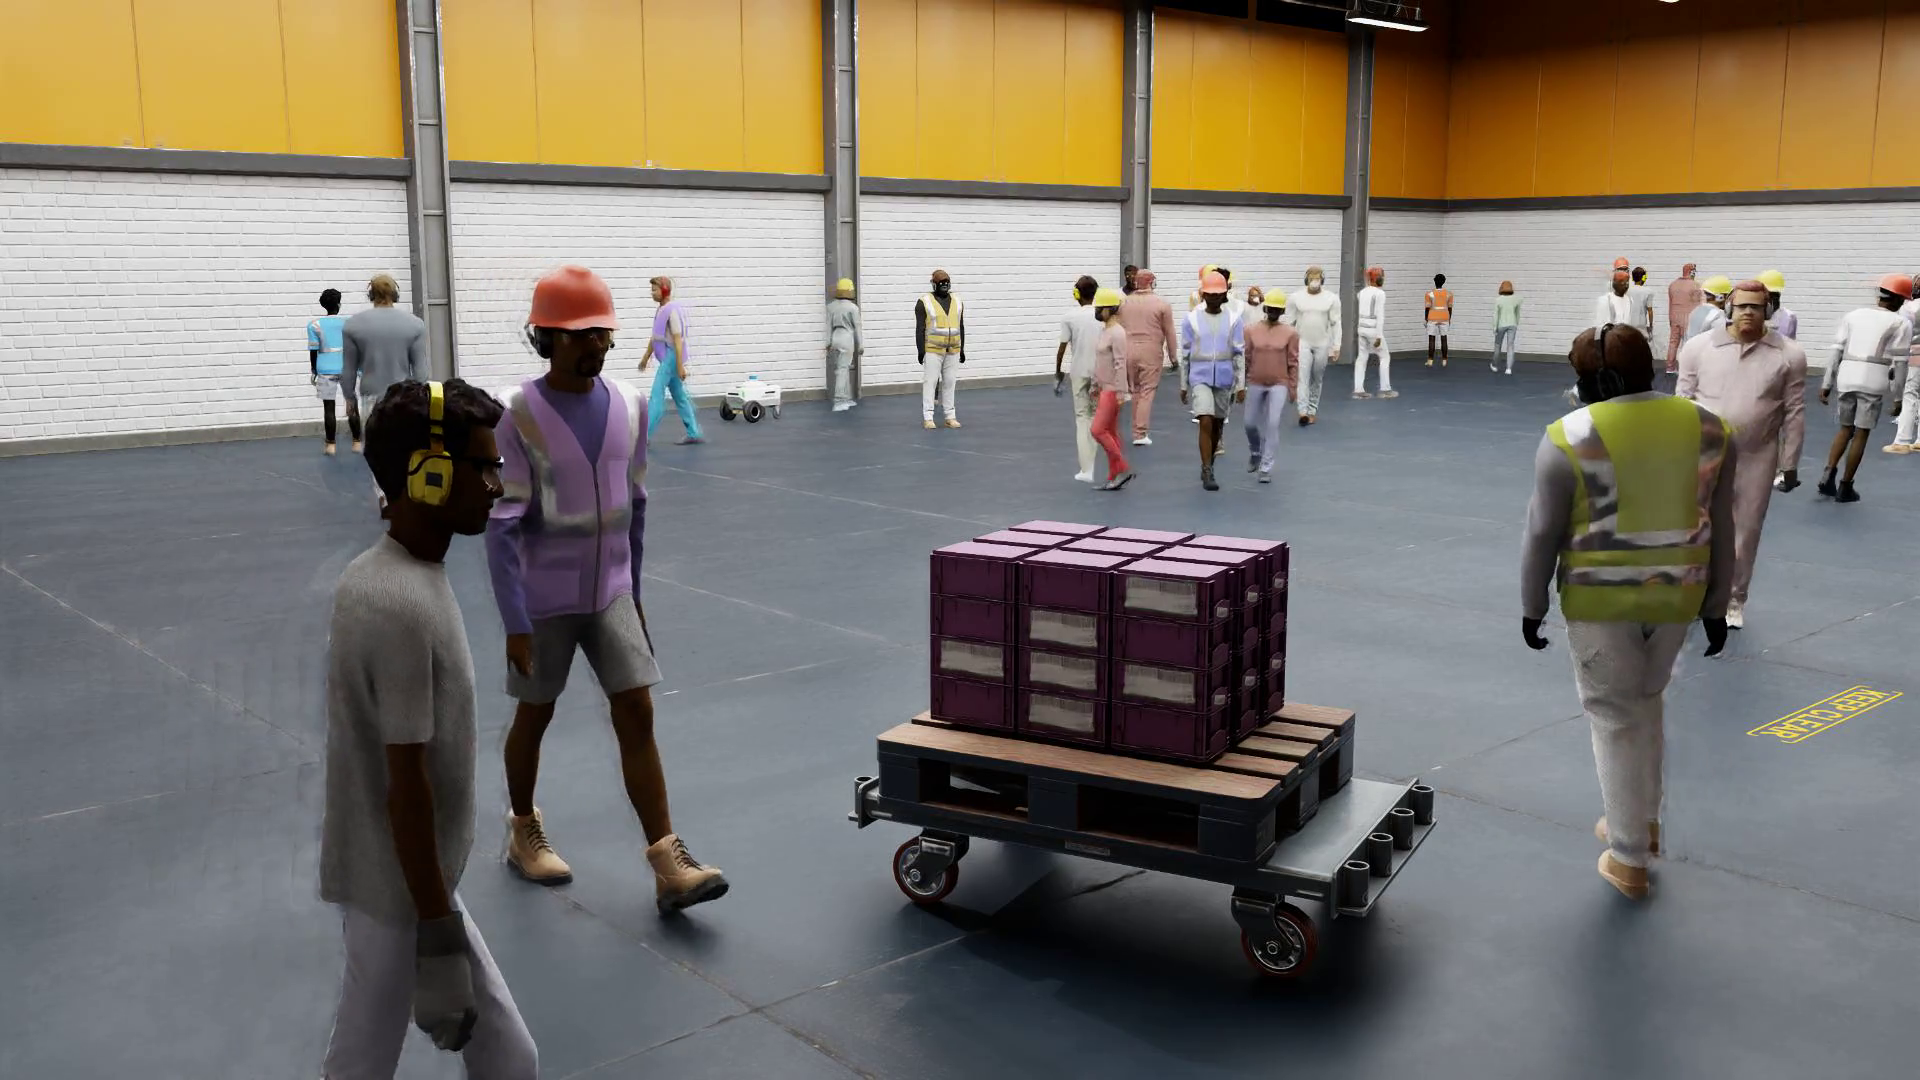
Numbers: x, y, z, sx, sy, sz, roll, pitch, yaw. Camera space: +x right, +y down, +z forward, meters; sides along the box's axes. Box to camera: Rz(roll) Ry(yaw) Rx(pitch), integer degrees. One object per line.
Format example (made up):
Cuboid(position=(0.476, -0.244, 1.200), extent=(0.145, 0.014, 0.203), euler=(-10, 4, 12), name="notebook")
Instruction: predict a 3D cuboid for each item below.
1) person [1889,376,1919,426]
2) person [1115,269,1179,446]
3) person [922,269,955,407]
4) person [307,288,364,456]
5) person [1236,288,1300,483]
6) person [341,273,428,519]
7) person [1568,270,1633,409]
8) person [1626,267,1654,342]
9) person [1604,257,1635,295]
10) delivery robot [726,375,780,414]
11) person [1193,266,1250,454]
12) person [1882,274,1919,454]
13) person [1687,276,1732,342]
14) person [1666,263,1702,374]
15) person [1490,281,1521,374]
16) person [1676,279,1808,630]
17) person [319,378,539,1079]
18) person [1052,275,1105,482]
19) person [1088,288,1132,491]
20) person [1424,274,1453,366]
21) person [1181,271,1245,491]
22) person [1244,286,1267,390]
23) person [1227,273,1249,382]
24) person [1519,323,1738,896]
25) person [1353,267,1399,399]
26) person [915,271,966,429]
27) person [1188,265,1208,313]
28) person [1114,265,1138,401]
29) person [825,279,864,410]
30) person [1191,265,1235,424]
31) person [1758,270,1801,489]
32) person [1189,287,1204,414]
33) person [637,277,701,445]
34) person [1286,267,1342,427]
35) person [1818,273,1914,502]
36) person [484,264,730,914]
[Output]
Cuboid(position=(11.377, -2.169, 19.849), extent=(0.528, 1.624, 0.420), euler=(-4, 11, -24), name="person")
Cuboid(position=(2.049, -1.967, 17.950), extent=(0.642, 1.878, 0.799), euler=(6, 12, 33), name="person")
Cuboid(position=(-0.261, -2.703, 22.344), extent=(0.511, 1.842, 0.327), euler=(5, 11, 29), name="person")
Cuboid(position=(-6.337, -1.703, 16.914), extent=(0.532, 1.697, 0.322), euler=(-5, 11, -25), name="person")
Cuboid(position=(2.769, -1.394, 14.946), extent=(0.549, 1.741, 0.521), euler=(3, 10, 15), name="person")
Cuboid(position=(-4.465, -1.126, 12.955), extent=(0.639, 1.901, 0.976), euler=(-3, 10, -19), name="person")
Cuboid(position=(8.348, -2.547, 21.443), extent=(0.623, 1.851, 0.863), euler=(-5, 11, -25), name="person")
Cuboid(position=(10.089, -3.142, 24.849), extent=(0.532, 1.864, 0.310), euler=(7, 12, 35), name="person")
Cuboid(position=(10.810, -3.627, 27.301), extent=(0.611, 1.996, 0.378), euler=(-1, 10, -5), name="person")
Cuboid(position=(-2.544, -1.790, 20.489), extent=(0.477, 0.478, 0.707), euler=(7, 12, 37), name="delivery robot")
Cuboid(position=(2.704, -1.886, 17.332), extent=(0.600, 1.926, 0.930), euler=(-1, 10, -4), name="person")
Cuboid(position=(9.797, -1.800, 17.058), extent=(0.621, 1.845, 0.429), euler=(-3, 10, -16), name="person")
Cuboid(position=(7.721, -1.768, 16.949), extent=(0.659, 1.809, 0.630), euler=(0, 10, -2), name="person")
Cuboid(position=(12.365, -3.754, 28.344), extent=(0.402, 1.903, 0.643), euler=(-5, 11, -26), name="person")
Cuboid(position=(9.419, -3.672, 28.761), extent=(0.498, 1.588, 0.863), euler=(1, 10, 5), name="person")
Cuboid(position=(4.211, -0.458, 9.029), extent=(0.670, 1.894, 0.432), euler=(4, 10, 22), name="person")
Cuboid(position=(-1.035, 0.629, 2.909), extent=(0.927, 1.820, 0.585), euler=(-3, 10, -19), name="person")
Cuboid(position=(1.112, -1.461, 15.060), extent=(0.553, 1.842, 0.675), euler=(-2, 10, -11), name="person")
Cuboid(position=(1.260, -1.277, 14.252), extent=(0.371, 1.754, 0.534), euler=(-1, 10, -8), name="person")
Cuboid(position=(8.781, -4.032, 30.550), extent=(0.533, 1.697, 0.318), euler=(0, 10, -2), name="person")
Cuboid(position=(2.222, -1.423, 14.694), extent=(0.555, 1.903, 0.962), euler=(0, 10, -1), name="person")
Cuboid(position=(4.373, -2.999, 24.852), extent=(0.553, 1.581, 0.830), euler=(-1, 10, -7), name="person")
Cuboid(position=(4.301, -3.383, 26.463), extent=(0.895, 1.794, 0.600), euler=(1, 10, 4), name="person")
Cuboid(position=(2.119, 0.208, 5.403), extent=(0.637, 1.808, 0.655), euler=(-1, 10, -4), name="person")
Cuboid(position=(5.939, -2.931, 23.646), extent=(0.781, 1.860, 0.581), euler=(-5, 11, -26), name="person")
Cuboid(position=(-0.213, -2.224, 19.544), extent=(0.637, 1.842, 0.429), euler=(-5, 11, -26), name="person")
Cuboid(position=(3.462, -2.883, 23.243), extent=(0.550, 1.906, 0.610), euler=(3, 10, 18), name="person")
Cuboid(position=(2.395, -2.869, 23.149), extent=(0.618, 1.897, 0.458), euler=(2, 10, 14), name="person")
Cuboid(position=(-1.473, -2.582, 21.971), extent=(0.495, 1.715, 0.726), euler=(7, 12, 35), name="person")
Cuboid(position=(3.057, -2.337, 19.986), extent=(0.382, 1.917, 0.585), euler=(-5, 11, -28), name="person")
Cuboid(position=(7.019, -1.380, 14.451), extent=(0.606, 1.890, 0.873), euler=(0, 10, 0), name="person")
Cuboid(position=(3.170, -2.438, 21.377), extent=(0.307, 1.644, 0.514), euler=(8, 13, 39), name="person")
Cuboid(position=(-3.188, -1.880, 17.648), extent=(0.926, 1.795, 0.581), euler=(-3, 10, -19), name="person")
Cuboid(position=(4.193, -2.282, 19.739), extent=(0.658, 1.885, 1.001), euler=(2, 10, 9), name="person")
Cuboid(position=(7.483, -1.246, 13.699), extent=(0.596, 1.881, 0.587), euler=(-7, 12, -34), name="person")
Cuboid(position=(-1.143, 0.168, 5.105), extent=(0.633, 1.985, 1.044), euler=(-9, 13, -43), name="person")
